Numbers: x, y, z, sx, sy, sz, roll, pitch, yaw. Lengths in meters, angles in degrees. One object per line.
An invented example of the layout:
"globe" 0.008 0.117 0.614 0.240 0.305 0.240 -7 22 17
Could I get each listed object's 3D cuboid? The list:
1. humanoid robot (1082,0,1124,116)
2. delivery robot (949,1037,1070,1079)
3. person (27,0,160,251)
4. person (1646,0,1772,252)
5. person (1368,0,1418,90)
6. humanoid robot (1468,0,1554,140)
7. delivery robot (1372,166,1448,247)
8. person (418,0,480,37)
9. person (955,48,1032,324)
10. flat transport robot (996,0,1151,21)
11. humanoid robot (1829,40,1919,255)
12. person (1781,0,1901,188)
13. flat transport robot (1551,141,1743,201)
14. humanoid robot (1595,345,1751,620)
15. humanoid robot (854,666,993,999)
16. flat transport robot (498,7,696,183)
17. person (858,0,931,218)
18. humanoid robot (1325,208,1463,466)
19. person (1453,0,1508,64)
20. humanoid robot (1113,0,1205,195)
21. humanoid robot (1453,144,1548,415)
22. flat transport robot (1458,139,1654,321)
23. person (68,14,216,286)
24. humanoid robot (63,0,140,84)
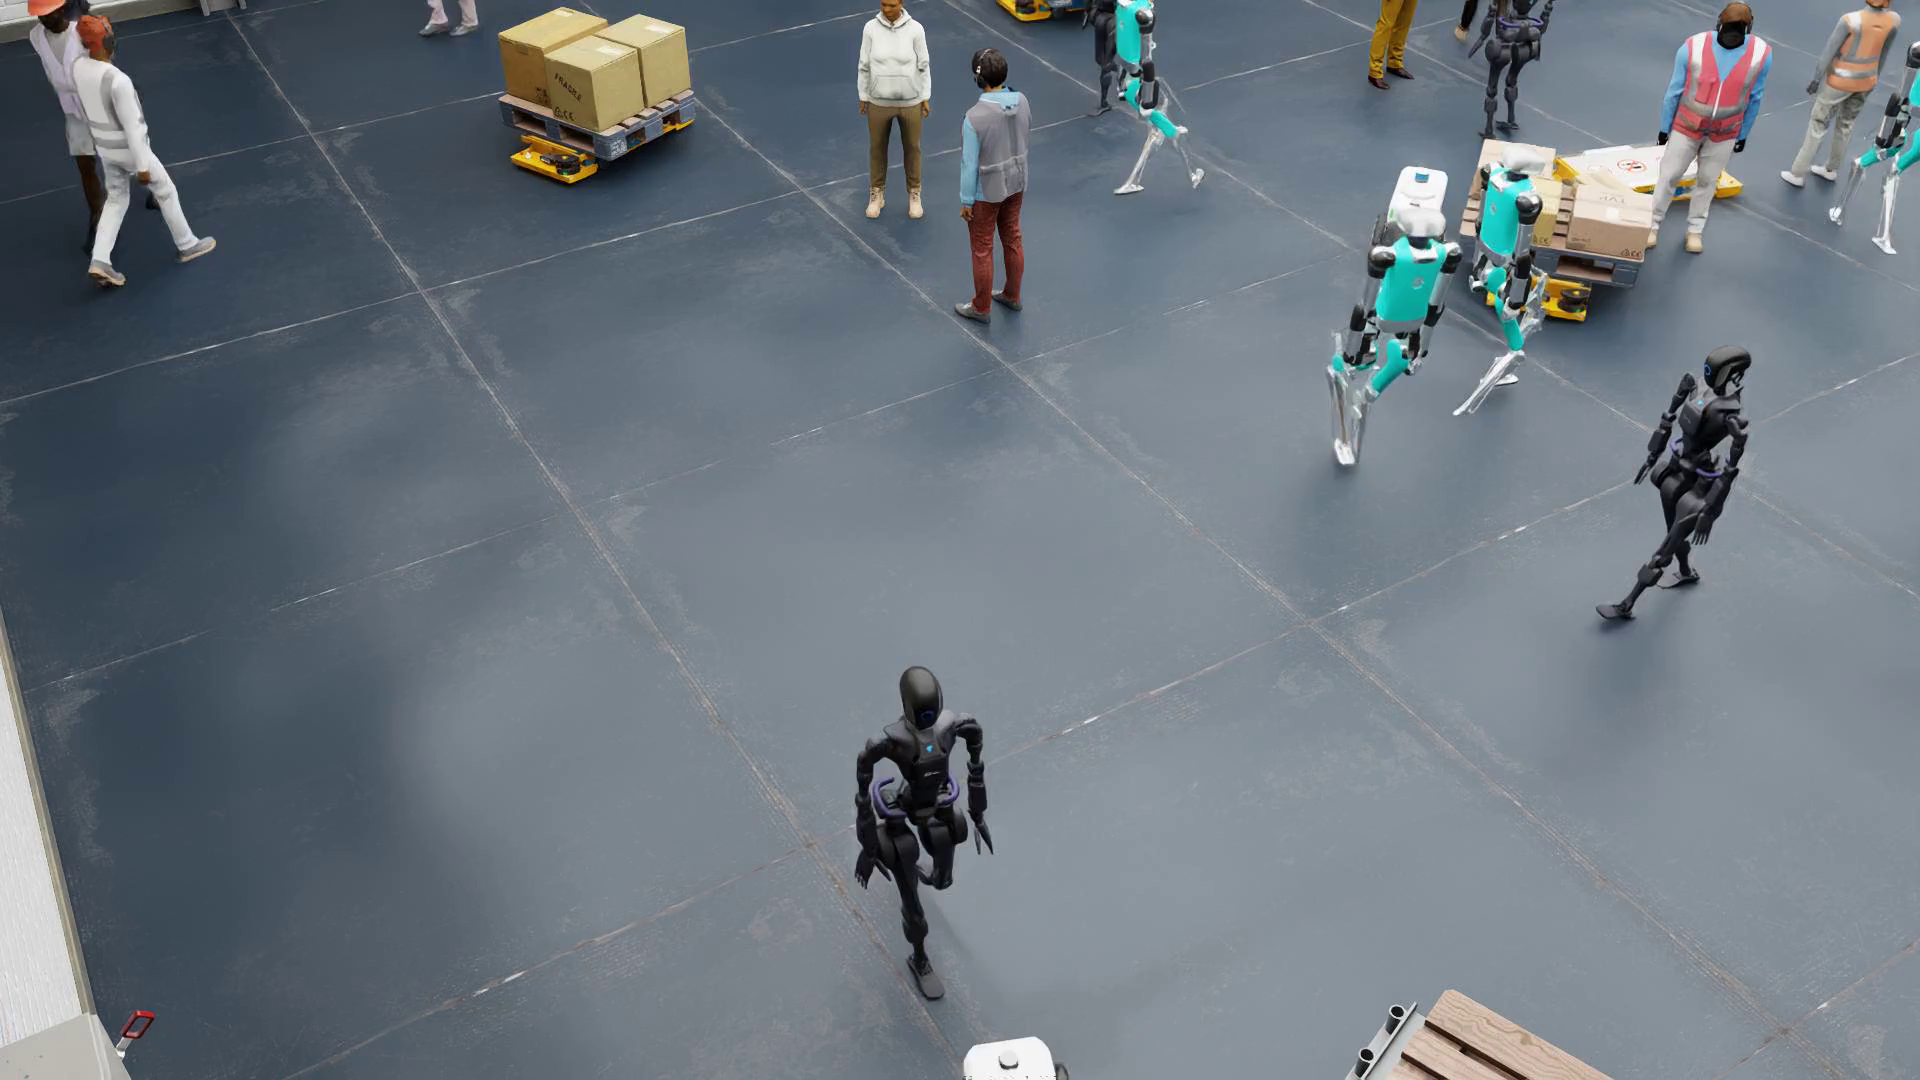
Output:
"humanoid robot" 1.300 -4.348 13.660 0.624 1.638 0.585 -26 45 -29
"delivery robot" 0.228 2.247 6.212 0.499 0.576 0.768 -6 39 -8
"person" -6.229 -3.122 11.938 0.551 1.887 1.010 3 38 4
"person" 5.235 -2.893 11.689 0.628 1.835 0.432 11 40 14
"person" 3.758 -4.706 14.033 0.535 1.753 0.339 -28 46 -31
"humanoid robot" 4.354 -3.989 13.192 0.597 1.653 0.397 -8 39 -10
"delivery robot" 3.316 -2.411 12.097 0.499 0.586 0.773 13 40 15
"person" -4.721 -5.351 14.786 0.676 1.822 0.603 -27 45 -29
"person" 0.229 -2.290 10.894 0.534 1.873 0.416 -28 46 -31
"flat transport robot" 1.093 -5.254 15.921 1.431 0.231 0.659 -15 41 -18
"humanoid robot" 6.690 -2.964 11.892 0.530 1.830 0.815 -1 38 -1
"person" 6.673 -3.437 12.527 0.538 1.632 0.350 -6 39 -8
"flat transport robot" 5.220 -2.796 12.820 1.431 0.231 0.659 -9 39 -12
"humanoid robot" 3.745 -0.309 8.586 0.791 1.621 0.588 -12 40 -15
"humanoid robot" -0.193 1.105 6.791 0.589 1.638 0.690 -15 41 -19
"flat transport robot" -2.881 -3.293 13.446 0.659 0.231 1.431 23 44 27
"person" -0.473 -3.200 12.122 0.531 1.766 0.365 2 38 2
"humanoid robot" 2.392 -1.146 9.620 0.568 1.870 0.751 -8 39 -10
"person" 4.709 -5.047 14.544 0.543 1.653 0.874 -1 38 -1
"humanoid robot" 1.547 -3.375 12.408 0.900 1.821 0.550 -13 40 -16
"humanoid robot" 3.421 -1.576 10.122 0.825 1.800 0.542 -10 40 -13
"flat transport robot" 4.165 -2.017 11.837 0.659 0.231 1.431 13 40 15
"person" -5.772 -2.642 11.360 0.588 1.851 0.907 18 42 22
"humanoid robot" -7.282 -4.421 13.740 0.600 1.640 0.593 -24 44 -28
